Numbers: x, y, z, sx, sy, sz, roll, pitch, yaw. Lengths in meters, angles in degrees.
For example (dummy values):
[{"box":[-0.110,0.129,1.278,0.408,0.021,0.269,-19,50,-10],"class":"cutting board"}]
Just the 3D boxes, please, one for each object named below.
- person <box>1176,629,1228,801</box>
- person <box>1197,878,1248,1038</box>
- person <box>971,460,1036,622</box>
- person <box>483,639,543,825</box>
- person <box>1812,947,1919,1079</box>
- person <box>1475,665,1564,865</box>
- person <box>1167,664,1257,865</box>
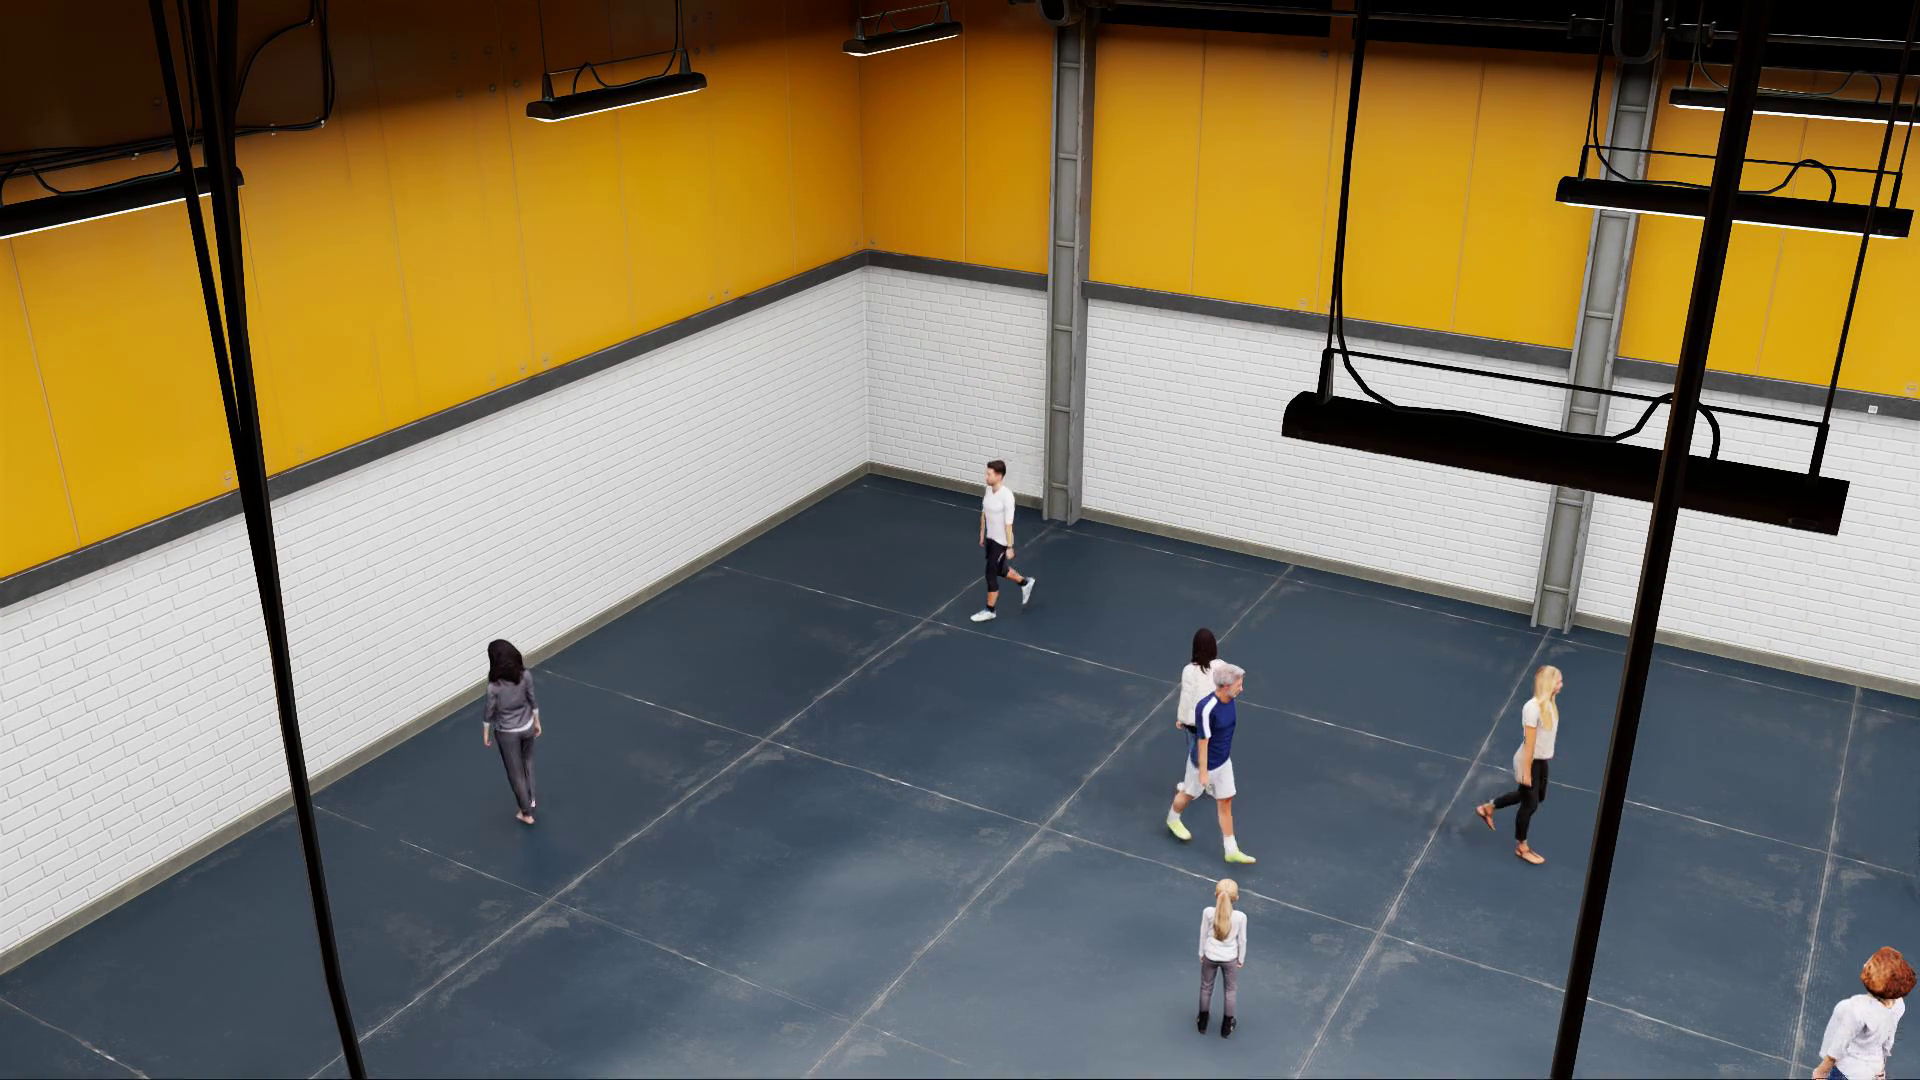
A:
[{"box":[2.152,1.542,14.751,0.703,1.635,0.752,-7,25,-16],"class":"person"},{"box":[1.863,2.981,11.906,0.500,1.277,0.593,5,24,12],"class":"person"},{"box":[0.495,-0.017,18.074,1.080,1.831,1.116,-12,26,-25],"class":"person"},{"box":[-3.786,1.682,14.286,0.734,1.751,0.775,-18,29,-35],"class":"person"},{"box":[5.729,3.382,10.485,0.963,1.682,1.177,-14,27,-29],"class":"person"},{"box":[4.666,1.833,13.861,0.888,1.815,0.645,16,28,32],"class":"person"},{"box":[2.024,1.823,13.924,1.227,1.783,0.854,21,31,39],"class":"person"}]
